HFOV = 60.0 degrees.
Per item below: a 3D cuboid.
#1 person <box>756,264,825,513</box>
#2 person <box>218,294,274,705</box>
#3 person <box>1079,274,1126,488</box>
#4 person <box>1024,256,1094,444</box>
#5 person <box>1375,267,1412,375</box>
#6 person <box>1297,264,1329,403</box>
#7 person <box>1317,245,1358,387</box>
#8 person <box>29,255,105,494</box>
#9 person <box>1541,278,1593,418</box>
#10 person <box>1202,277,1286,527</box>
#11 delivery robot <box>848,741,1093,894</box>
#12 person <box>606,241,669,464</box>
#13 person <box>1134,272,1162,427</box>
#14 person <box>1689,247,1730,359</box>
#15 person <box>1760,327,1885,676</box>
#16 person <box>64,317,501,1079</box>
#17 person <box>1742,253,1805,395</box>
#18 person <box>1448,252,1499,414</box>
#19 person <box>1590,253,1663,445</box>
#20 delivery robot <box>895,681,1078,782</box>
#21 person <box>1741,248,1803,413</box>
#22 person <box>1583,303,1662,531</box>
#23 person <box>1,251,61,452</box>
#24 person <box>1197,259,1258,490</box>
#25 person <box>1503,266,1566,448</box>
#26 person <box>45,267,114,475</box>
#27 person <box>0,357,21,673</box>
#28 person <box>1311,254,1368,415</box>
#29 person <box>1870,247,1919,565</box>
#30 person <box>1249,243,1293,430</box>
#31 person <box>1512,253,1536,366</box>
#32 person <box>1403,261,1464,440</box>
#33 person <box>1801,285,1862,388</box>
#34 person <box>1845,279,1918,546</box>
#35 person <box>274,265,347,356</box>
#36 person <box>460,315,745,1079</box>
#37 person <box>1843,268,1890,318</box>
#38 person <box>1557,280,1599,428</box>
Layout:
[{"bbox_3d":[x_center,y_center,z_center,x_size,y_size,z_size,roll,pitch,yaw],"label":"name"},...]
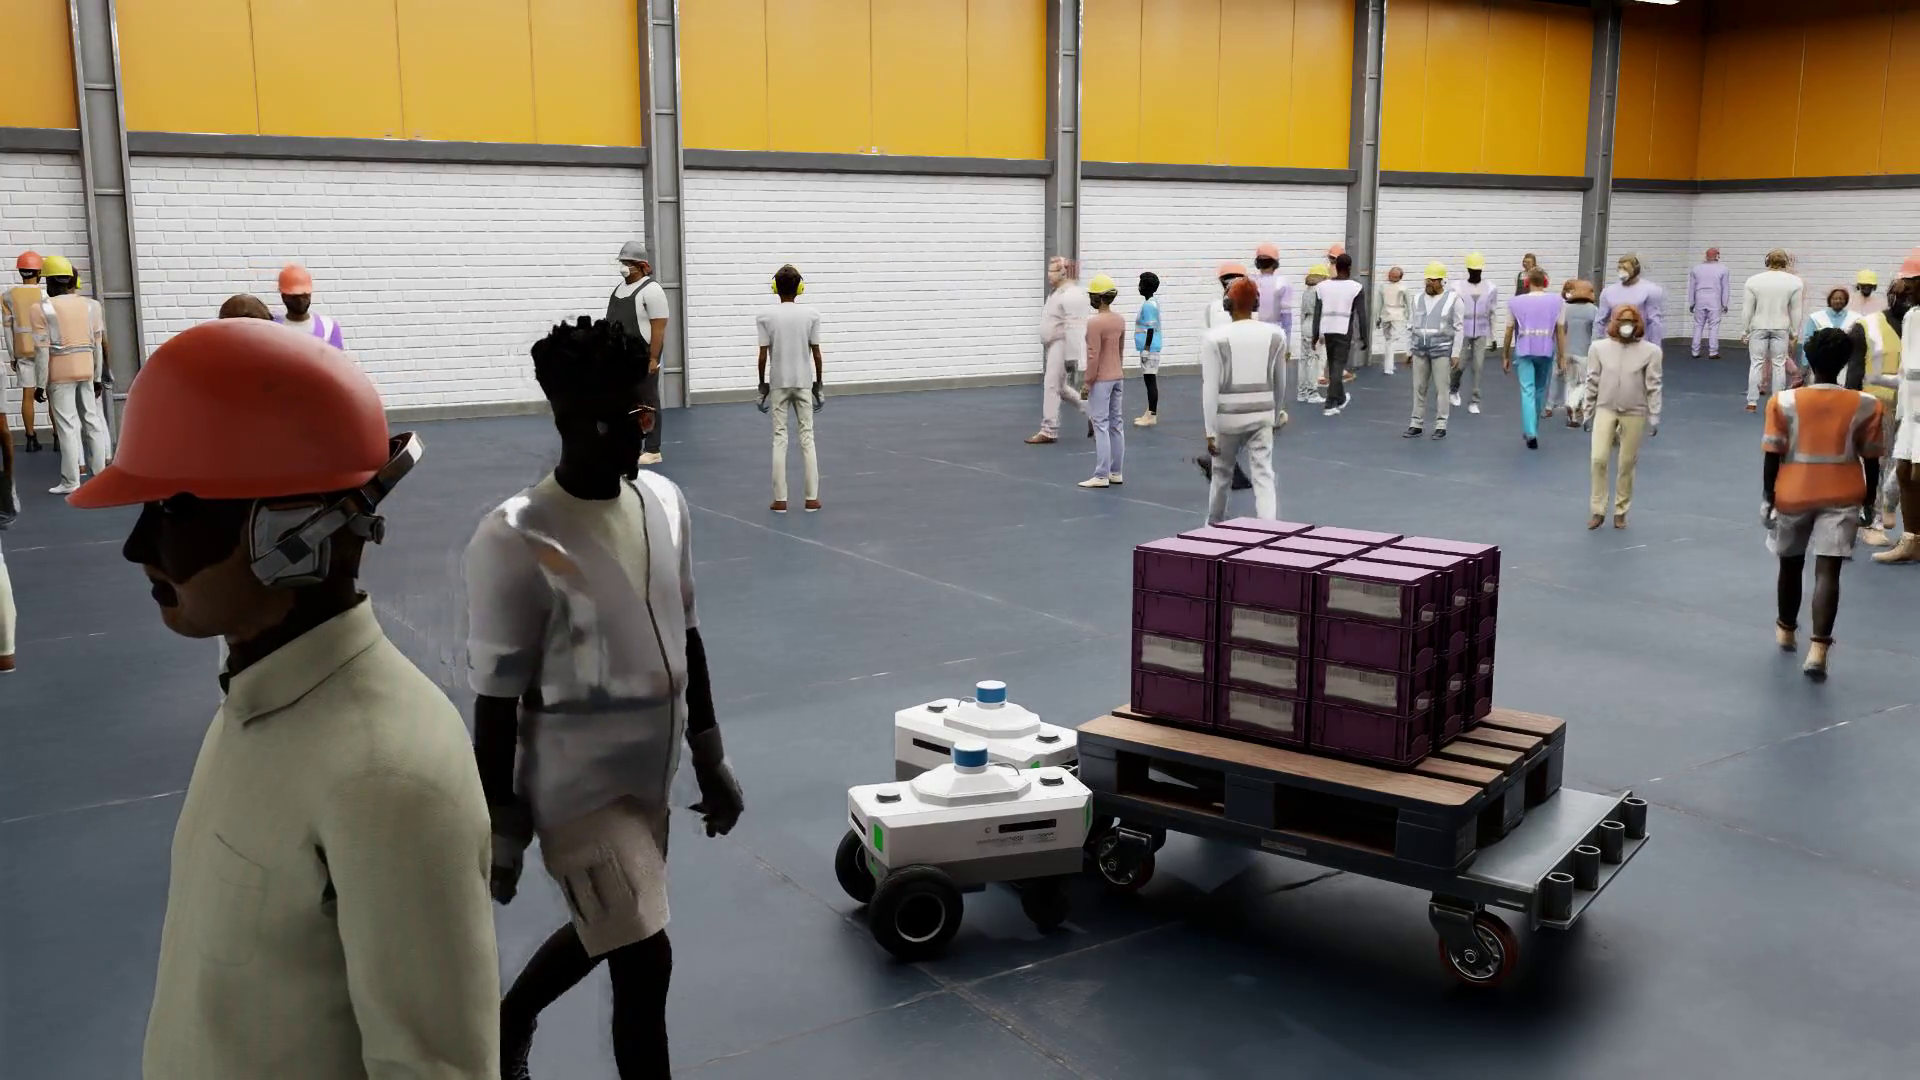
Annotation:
[{"bbox_3d":[-1.282,-1.137,12.573,0.519,1.874,0.327,-1,10,-8],"label":"person"},{"bbox_3d":[-2.950,-0.109,7.017,0.633,1.841,0.429,-4,11,-19],"label":"person"},{"bbox_3d":[1.183,-1.315,13.834,0.317,1.769,0.523,8,13,36],"label":"person"},{"bbox_3d":[1.057,-1.913,16.772,0.788,1.883,0.653,-2,10,-9],"label":"person"},{"bbox_3d":[6.620,-3.316,25.221,0.527,1.609,0.747,10,14,43],"label":"person"},{"bbox_3d":[4.469,-2.604,20.970,0.313,1.741,0.487,-3,11,-16],"label":"person"},{"bbox_3d":[5.294,-3.122,23.216,0.981,1.956,0.618,-5,11,-24],"label":"person"},{"bbox_3d":[-7.221,-1.328,13.463,0.367,1.927,0.584,5,12,26],"label":"person"},{"bbox_3d":[7.038,-2.196,19.105,0.516,1.612,0.574,10,14,43],"label":"person"},{"bbox_3d":[1.789,-0.746,10.563,0.578,1.831,1.035,-1,10,-7],"label":"person"},{"bbox_3d":[0.035,0.851,5.028,0.707,0.478,0.477,-3,11,-17],"label":"delivery robot"},{"bbox_3d":[-3.017,-1.716,15.281,0.683,2.000,0.538,9,14,41],"label":"person"},{"bbox_3d":[2.068,-2.096,18.307,0.316,1.696,0.540,1,10,8],"label":"person"},{"bbox_3d":[12.802,-4.044,28.411,0.652,1.906,0.403,9,14,42],"label":"person"},{"bbox_3d":[4.148,-0.199,8.037,0.536,1.654,0.889,5,11,24],"label":"person"},{"bbox_3d":[-0.700,0.758,1.845,0.376,1.994,0.619,-7,13,-35],"label":"person"},{"bbox_3d":[10.713,-2.817,21.737,0.678,1.895,0.658,-1,10,-5],"label":"person"},{"bbox_3d":[6.051,-2.460,19.736,0.628,1.905,0.589,1,10,4],"label":"person"},{"bbox_3d":[6.608,-1.906,16.689,0.939,1.897,0.663,-8,13,-36],"label":"person"},{"bbox_3d":[0.105,0.727,5.707,0.707,0.478,0.477,10,14,43],"label":"delivery robot"},{"bbox_3d":[9.561,-2.458,19.627,0.638,1.938,0.357,4,11,23],"label":"person"},{"bbox_3d":[4.664,-0.858,11.737,0.520,1.611,0.625,5,11,23],"label":"person"},{"bbox_3d":[-8.925,-1.814,16.102,0.550,1.937,0.357,-2,10,-10],"label":"person"},{"bbox_3d":[2.189,-1.335,13.595,0.649,1.893,0.634,-8,13,-37],"label":"person"},{"bbox_3d":[5.730,-1.827,16.601,0.570,1.794,0.982,1,10,8],"label":"person"},{"bbox_3d":[-7.766,-1.490,14.595,0.433,1.847,0.570,9,14,41],"label":"person"},{"bbox_3d":[-4.739,-0.267,7.817,0.313,1.869,0.558,10,14,43],"label":"person"},{"bbox_3d":[4.528,-2.433,19.687,0.621,1.866,0.996,8,13,37],"label":"person"},{"bbox_3d":[6.115,-0.817,10.416,0.668,2.017,0.649,0,10,2],"label":"person"},{"bbox_3d":[3.252,-2.127,17.637,0.634,1.995,1.001,5,12,26],"label":"person"},{"bbox_3d":[9.258,-3.749,27.020,0.504,1.829,0.754,10,14,44],"label":"person"},{"bbox_3d":[4.856,-1.945,17.115,0.601,1.827,0.403,9,13,39],"label":"person"},{"bbox_3d":[8.730,-1.756,16.693,0.525,1.604,0.800,4,11,22],"label":"person"},{"bbox_3d":[6.314,-0.883,11.283,0.621,1.832,0.545,2,11,12],"label":"person"},{"bbox_3d":[-4.302,-0.859,11.003,0.549,1.883,0.985,-8,13,-39],"label":"person"},{"bbox_3d":[-0.807,0.481,3.560,0.926,1.932,0.605,4,11,23],"label":"person"},{"bbox_3d":[9.834,-2.097,18.197,0.528,1.742,0.791,5,11,24],"label":"person"},{"bbox_3d":[6.647,-1.992,17.969,0.509,1.616,0.501,-9,14,-40],"label":"person"}]
